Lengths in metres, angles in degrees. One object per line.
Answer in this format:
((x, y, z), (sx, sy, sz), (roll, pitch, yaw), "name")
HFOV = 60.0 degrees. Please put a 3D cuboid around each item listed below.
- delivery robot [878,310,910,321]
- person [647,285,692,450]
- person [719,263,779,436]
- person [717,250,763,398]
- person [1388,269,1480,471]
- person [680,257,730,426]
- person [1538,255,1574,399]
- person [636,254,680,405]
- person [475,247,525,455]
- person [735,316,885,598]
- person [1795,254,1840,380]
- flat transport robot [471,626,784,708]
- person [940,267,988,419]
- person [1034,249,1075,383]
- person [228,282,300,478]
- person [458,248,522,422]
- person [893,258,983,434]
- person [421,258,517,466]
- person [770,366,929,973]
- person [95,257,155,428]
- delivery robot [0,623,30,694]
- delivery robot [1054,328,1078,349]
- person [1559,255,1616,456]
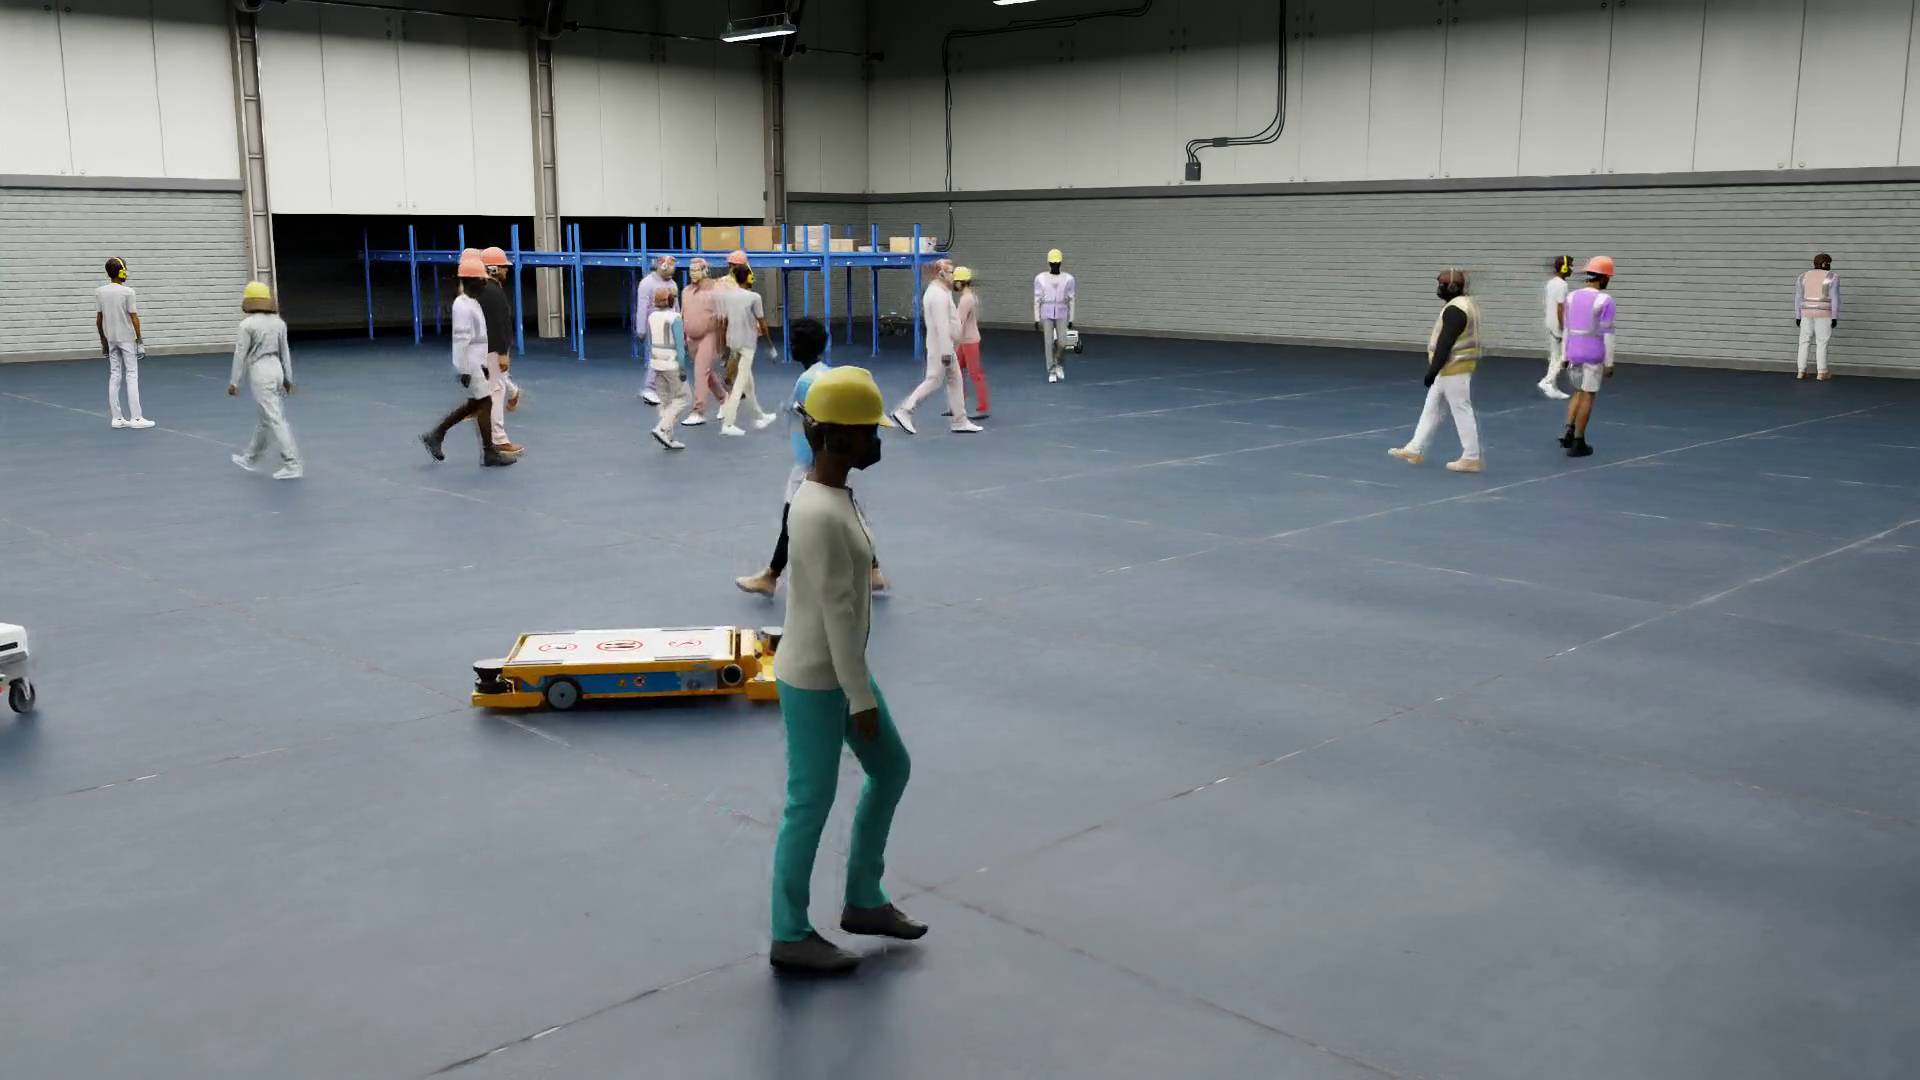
((-1.409, -4.755, 35.163), (0.698, 0.223, 0.335), (5, 12, 25), "delivery robot")
((-2.867, -1.681, 16.290), (0.543, 1.625, 0.373), (10, 14, 43), "person")
((-2.267, -2.044, 17.800), (0.537, 1.815, 0.994), (8, 13, 36), "person")
((-2.870, -2.794, 21.623), (0.473, 1.914, 0.555), (5, 12, 27), "person")
((4.331, -1.536, 15.060), (0.902, 1.800, 0.633), (3, 11, 18), "person")
((-2.882, -2.274, 18.919), (0.658, 1.872, 0.936), (8, 13, 36), "person")
((7.800, -2.764, 21.613), (0.373, 1.855, 0.530), (0, 10, -1), "person")
((-3.750, -2.636, 20.857), (0.541, 1.868, 0.686), (5, 11, 24), "person")
((-4.512, -1.837, 16.168), (0.388, 1.996, 0.612), (-6, 12, -28), "person")
((-0.852, -0.482, 9.726), (0.887, 1.645, 0.548), (1, 10, 6), "person")
((12.669, -3.301, 24.583), (0.430, 1.841, 0.624), (-8, 13, -37), "person")
((-1.506, 0.582, 7.796), (1.431, 0.197, 0.652), (-1, 10, -7), "flat transport robot")
((0.012, -2.267, 19.199), (0.705, 1.739, 0.540), (0, 10, 2), "person")
((1.357, -3.231, 23.990), (0.598, 1.908, 0.421), (0, 10, -1), "person")
((-6.150, -1.399, 14.570), (0.888, 1.696, 0.506), (4, 11, 22), "person")
((-5.479, -2.370, 19.155), (0.622, 1.974, 0.770), (7, 13, 34), "person")
((-0.249, -2.071, 17.793), (0.933, 1.872, 0.654), (0, 10, -2), "person")
((-4.577, -1.639, 15.350), (0.800, 1.912, 0.563), (-2, 11, -9), "person")
((-0.293, 0.387, 4.734), (0.591, 1.750, 0.529), (1, 10, 3), "person")
((-9.232, -2.172, 18.339), (0.531, 1.870, 0.317), (2, 11, 10), "person")
((-4.479, 0.474, 7.358), (0.707, 0.478, 0.477), (5, 12, 25), "delivery robot")
((1.859, -3.702, 30.132), (0.477, 0.478, 0.707), (-4, 11, -21), "delivery robot")
((6.060, -1.770, 16.018), (0.419, 1.916, 0.568), (-6, 12, -30), "person")
